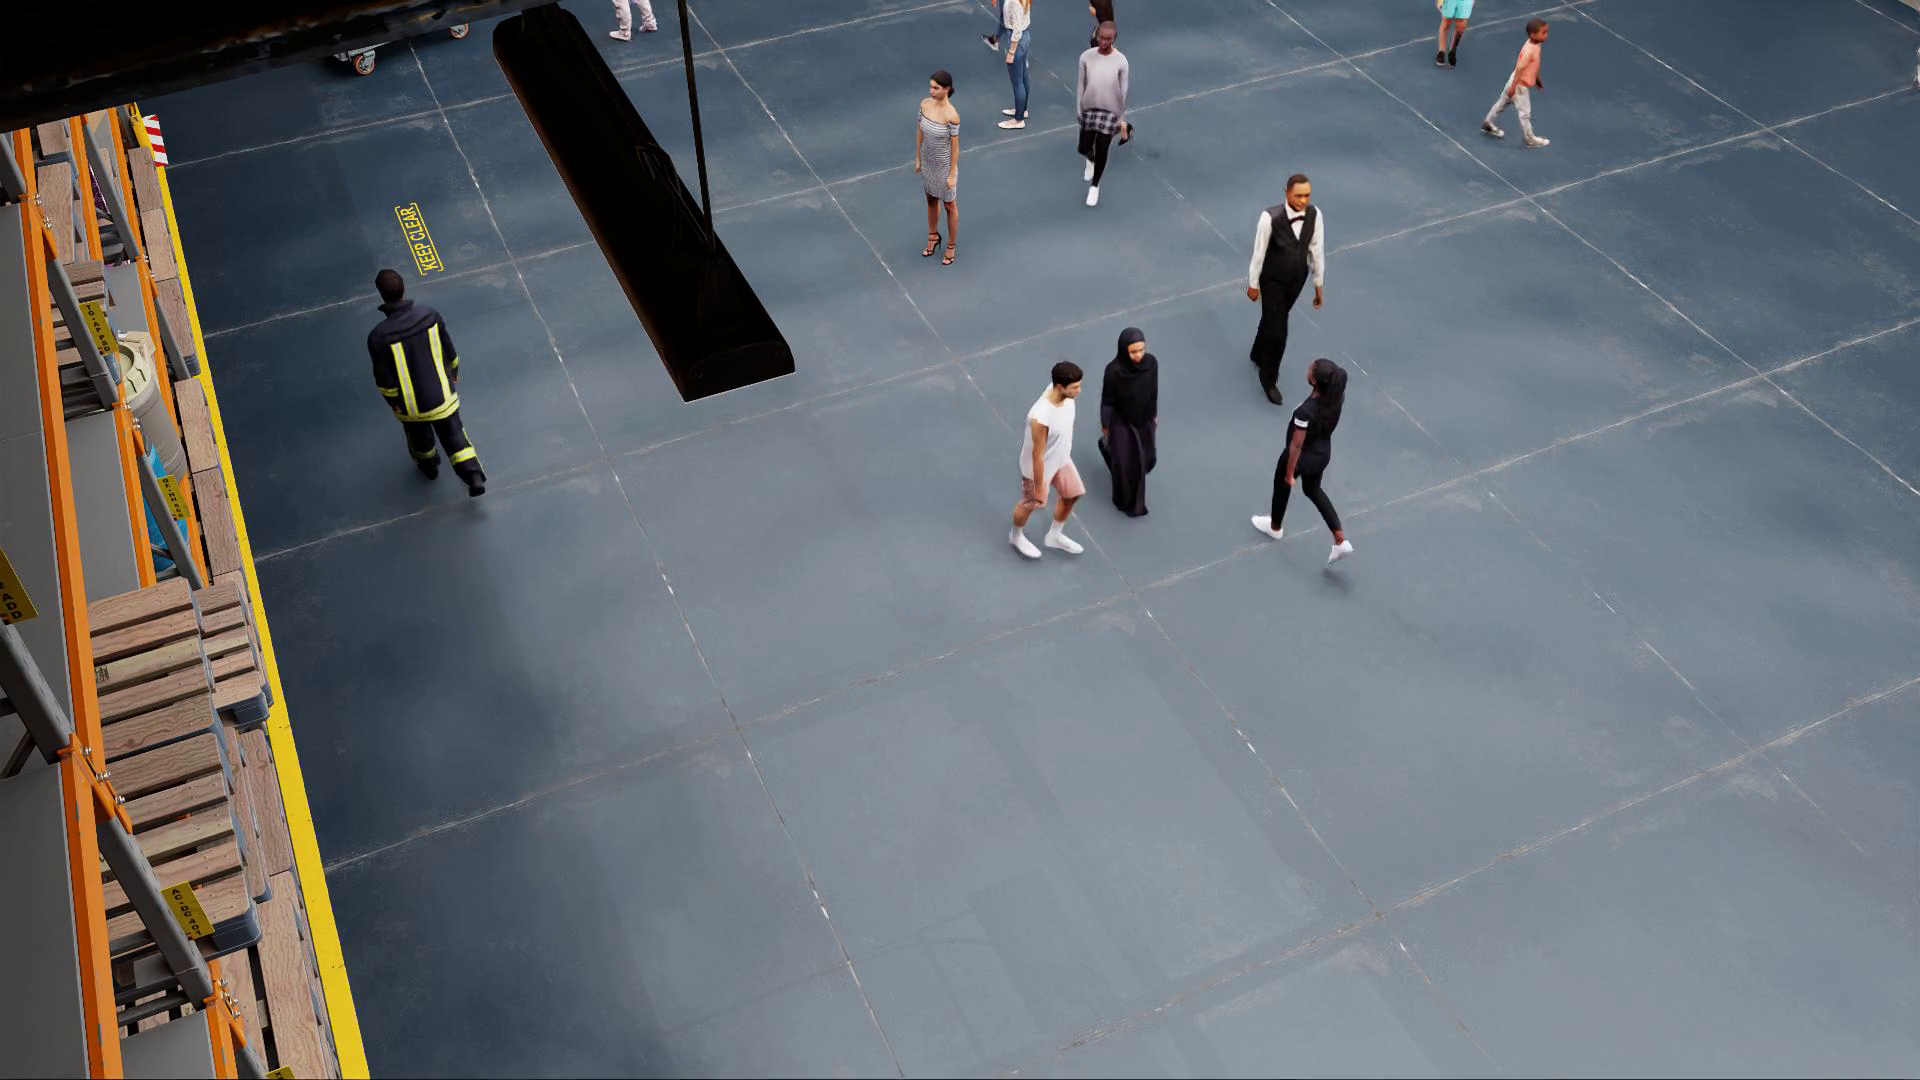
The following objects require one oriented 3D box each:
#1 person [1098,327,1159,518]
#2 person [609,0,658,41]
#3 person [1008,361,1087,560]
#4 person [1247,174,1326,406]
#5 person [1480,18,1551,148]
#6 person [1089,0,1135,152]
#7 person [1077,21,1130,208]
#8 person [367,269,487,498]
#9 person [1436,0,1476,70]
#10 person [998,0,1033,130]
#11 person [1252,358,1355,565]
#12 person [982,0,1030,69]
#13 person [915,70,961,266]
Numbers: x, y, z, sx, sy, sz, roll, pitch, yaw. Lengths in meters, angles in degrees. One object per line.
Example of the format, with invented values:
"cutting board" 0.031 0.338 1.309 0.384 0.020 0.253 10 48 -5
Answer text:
"person" 1.202 -0.934 12.140 0.630 1.599 0.886 -20 47 -20
"person" -3.551 -6.113 17.501 0.860 1.704 0.800 17 46 17
"person" 0.544 -0.586 11.670 0.982 1.744 0.936 23 48 22
"person" 2.514 -2.107 13.161 0.741 1.890 1.001 -15 46 -15
"person" 5.351 -4.431 16.050 0.951 1.270 0.809 21 47 21
"person" 1.448 -4.404 15.761 0.814 1.629 0.789 1 44 2
"person" 1.306 -3.940 15.179 0.853 1.760 0.927 11 45 11
"person" -3.872 -1.081 12.075 0.989 1.901 1.251 -30 51 -28
"person" 5.131 -5.657 17.138 0.684 1.544 0.736 9 44 9
"person" 0.567 -4.833 16.140 0.715 1.727 0.630 8 44 9
"person" 2.487 -0.527 11.635 0.804 1.706 1.143 -30 51 -28
"person" 0.587 -5.598 17.042 1.018 1.591 0.838 30 51 28
"person" -0.170 -3.221 14.379 0.615 1.822 0.732 29 51 27
